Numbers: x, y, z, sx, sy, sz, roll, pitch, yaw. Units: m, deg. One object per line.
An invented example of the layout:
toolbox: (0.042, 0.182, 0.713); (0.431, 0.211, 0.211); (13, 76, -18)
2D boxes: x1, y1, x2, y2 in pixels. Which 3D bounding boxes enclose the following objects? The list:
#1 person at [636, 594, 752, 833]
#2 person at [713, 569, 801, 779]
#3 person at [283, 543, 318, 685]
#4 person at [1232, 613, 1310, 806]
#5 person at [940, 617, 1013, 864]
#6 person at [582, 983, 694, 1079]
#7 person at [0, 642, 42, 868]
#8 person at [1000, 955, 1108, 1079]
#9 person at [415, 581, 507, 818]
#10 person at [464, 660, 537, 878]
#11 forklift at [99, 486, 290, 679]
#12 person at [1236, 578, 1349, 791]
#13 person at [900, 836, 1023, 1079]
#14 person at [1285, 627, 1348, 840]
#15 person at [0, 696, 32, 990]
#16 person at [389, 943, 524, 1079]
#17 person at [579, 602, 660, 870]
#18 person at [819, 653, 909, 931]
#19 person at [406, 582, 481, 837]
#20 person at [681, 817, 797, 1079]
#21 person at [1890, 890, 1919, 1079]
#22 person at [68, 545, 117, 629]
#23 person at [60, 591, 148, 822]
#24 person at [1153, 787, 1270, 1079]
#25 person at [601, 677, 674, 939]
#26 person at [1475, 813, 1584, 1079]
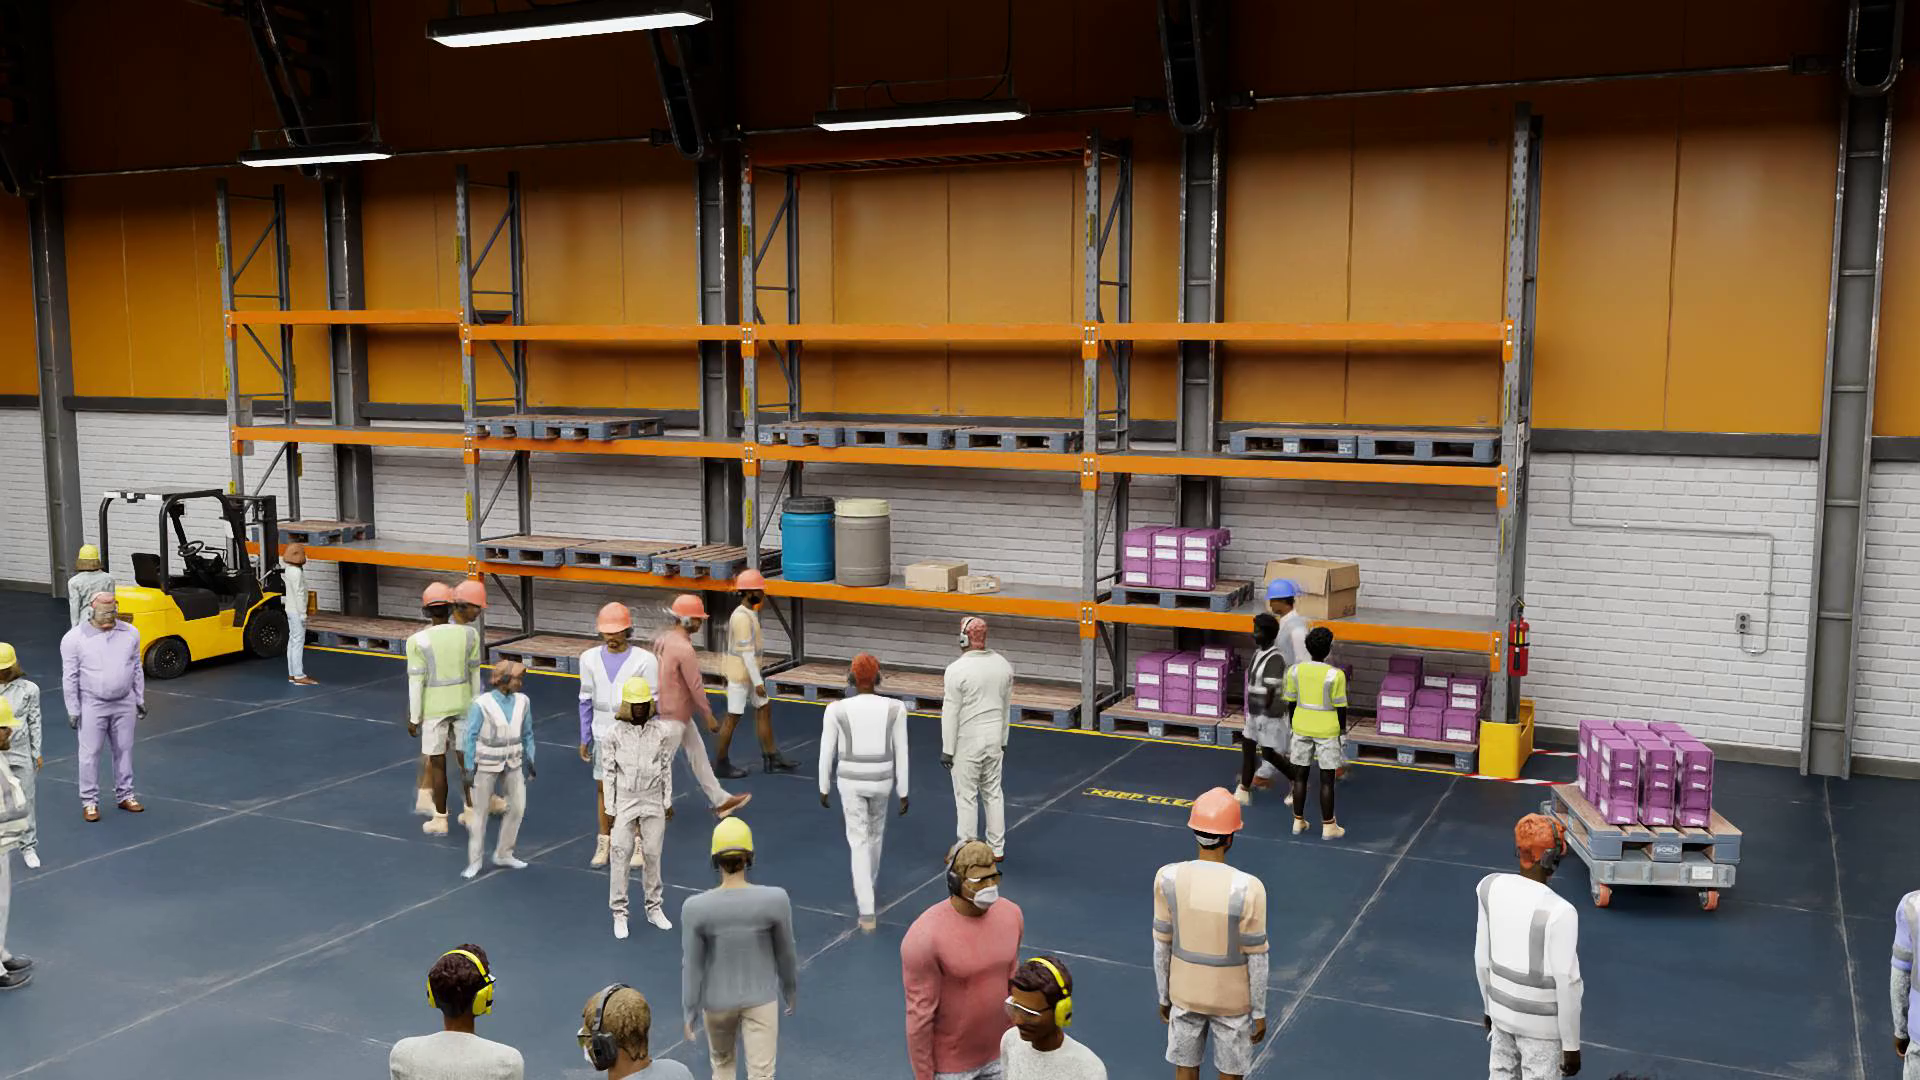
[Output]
person: (-2.223, 1.394, 13.478); (1.067, 1.925, 0.598); (-2, 7, -19)
person: (-1.835, 1.217, 15.015); (0.896, 1.905, 0.545); (0, 7, 1)
person: (-7.636, 0.849, 19.201); (0.281, 1.636, 0.500); (-5, 8, -34)
person: (2.605, 1.448, 14.080); (0.692, 1.673, 0.543); (-1, 7, -8)
person: (0.106, 1.524, 12.582); (0.635, 1.900, 0.399); (-6, 9, -42)
person: (-1.067, 2.381, 5.382); (0.392, 1.928, 0.632); (2, 7, 19)
person: (-7.129, 1.619, 12.434); (0.483, 1.736, 0.312); (-4, 8, -30)
person: (0.304, 2.356, 5.836); (0.327, 1.862, 0.510); (-6, 9, -41)
person: (-4.111, 1.332, 13.814); (1.006, 1.972, 0.686); (0, 7, 2)
person: (-3.446, 1.693, 12.361); (0.387, 1.612, 0.577); (6, 9, 42)
forklift: (-9.426, 0.454, 20.179); (1.214, 2.155, 2.313); (3, 8, 26)
person: (2.990, 1.280, 14.642); (1.021, 1.889, 0.656); (0, 7, 1)
person: (0.034, 2.181, 6.954); (0.628, 1.940, 0.378); (-6, 9, -42)
person: (2.853, 1.535, 13.282); (0.531, 1.697, 0.320); (6, 9, 39)
person: (-5.928, 1.849, 10.194); (0.403, 1.818, 0.605); (-4, 8, -27)
person: (-1.742, 2.344, 5.891); (0.531, 1.870, 0.317); (1, 7, 6)
person: (-2.563, 1.468, 12.475); (0.611, 2.034, 0.404); (1, 7, 9)
person: (-0.667, 1.690, 11.462); (0.598, 1.832, 0.979); (-1, 7, -12)
person: (-4.150, 1.355, 13.366); (0.609, 2.040, 0.394); (-6, 9, -41)
person: (-1.036, 2.184, 7.838); (0.537, 1.731, 0.856); (-1, 7, -6)
person: (4.329, 2.153, 7.194); (0.372, 1.934, 0.551); (-4, 8, -32)
person: (-9.477, 0.919, 18.186); (0.294, 1.744, 0.487); (6, 9, 41)
person: (-7.087, 1.367, 13.835); (0.401, 1.901, 0.646); (6, 9, 40)
person: (1.161, 2.096, 7.667); (0.542, 1.938, 0.357); (3, 8, 25)
person: (-2.144, 1.773, 11.128); (0.487, 1.744, 0.297); (-4, 8, -31)
person: (2.551, 2.148, 7.438); (0.356, 1.887, 0.573); (-3, 8, -26)
